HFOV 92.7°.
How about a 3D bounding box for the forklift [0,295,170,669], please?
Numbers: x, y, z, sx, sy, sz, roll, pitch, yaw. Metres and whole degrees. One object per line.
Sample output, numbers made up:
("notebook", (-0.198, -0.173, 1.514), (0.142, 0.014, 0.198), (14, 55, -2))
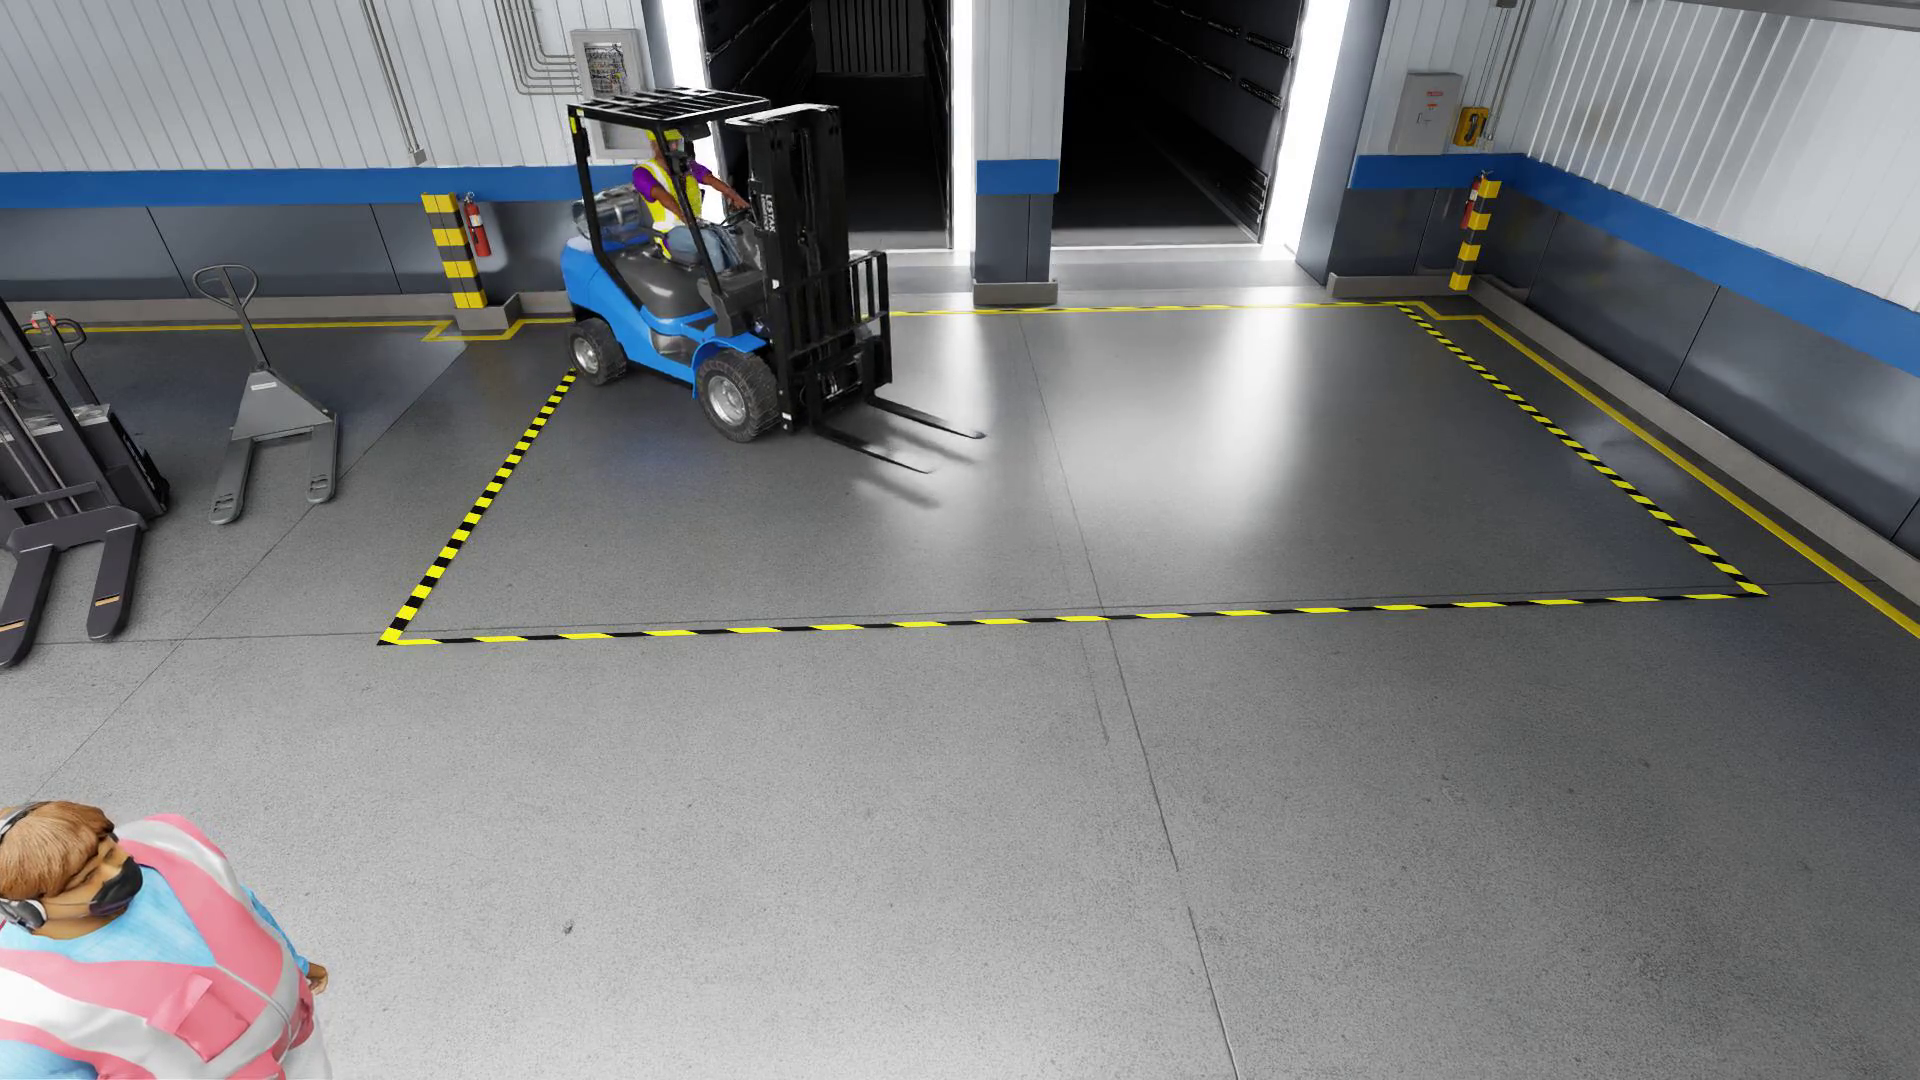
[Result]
("forklift", (-5.212, -0.618, 4.878), (0.823, 1.965, 1.885), (-20, 39, -26))

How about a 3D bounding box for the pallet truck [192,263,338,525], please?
("pallet truck", (-4.778, -1.027, 6.128), (0.680, 1.201, 1.601), (-17, 38, -23))

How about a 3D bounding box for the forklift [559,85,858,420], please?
("forklift", (-1.933, -2.240, 6.898), (2.680, 2.036, 1.157), (23, 41, 29))

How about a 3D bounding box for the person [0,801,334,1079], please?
("person", (-1.806, 1.289, 2.273), (0.430, 1.845, 0.621), (-1, 35, -2))

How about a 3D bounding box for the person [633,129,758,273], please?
("person", (-1.889, -2.370, 6.757), (1.004, 1.293, 0.635), (23, 41, 29))
